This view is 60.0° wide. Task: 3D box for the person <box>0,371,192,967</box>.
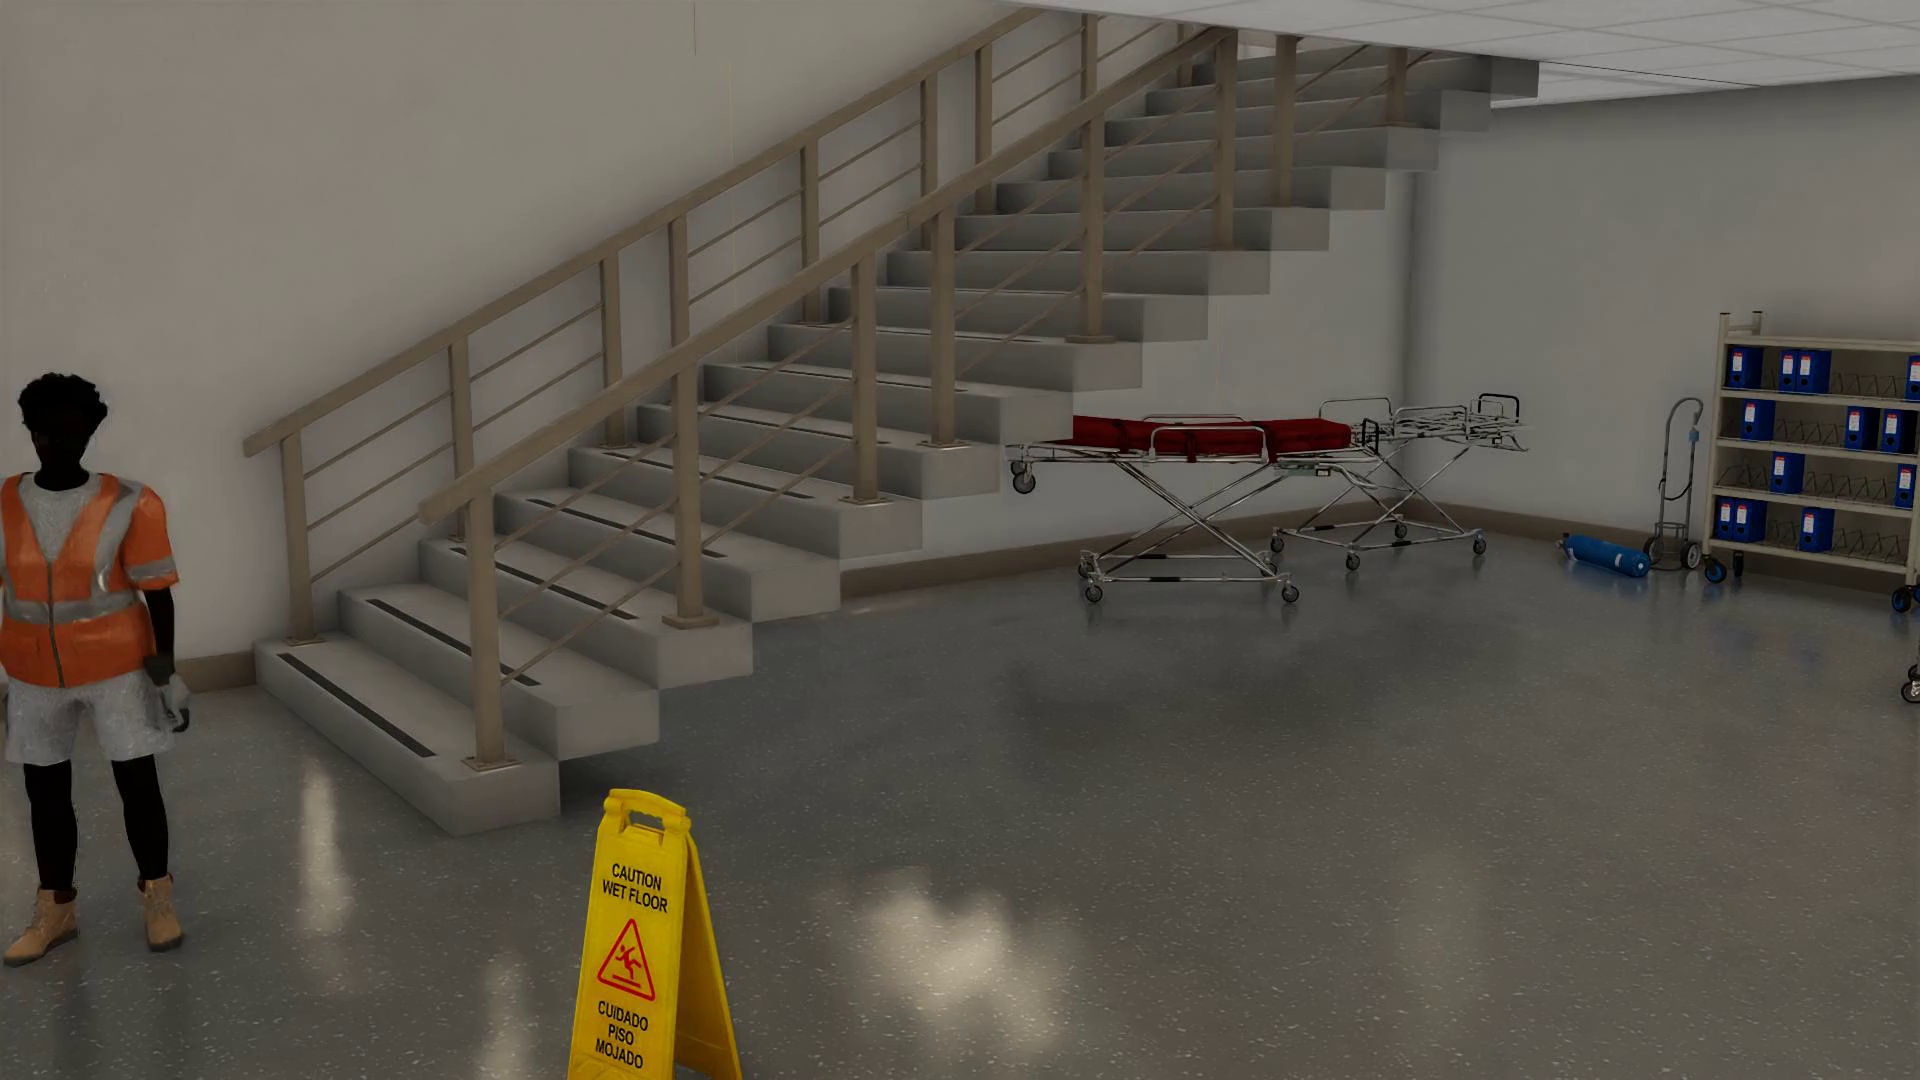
[{"bbox_3d":[-2.504,0.365,4.725,0.596,1.698,0.322,-1,10,-8],"label":"person"}]
